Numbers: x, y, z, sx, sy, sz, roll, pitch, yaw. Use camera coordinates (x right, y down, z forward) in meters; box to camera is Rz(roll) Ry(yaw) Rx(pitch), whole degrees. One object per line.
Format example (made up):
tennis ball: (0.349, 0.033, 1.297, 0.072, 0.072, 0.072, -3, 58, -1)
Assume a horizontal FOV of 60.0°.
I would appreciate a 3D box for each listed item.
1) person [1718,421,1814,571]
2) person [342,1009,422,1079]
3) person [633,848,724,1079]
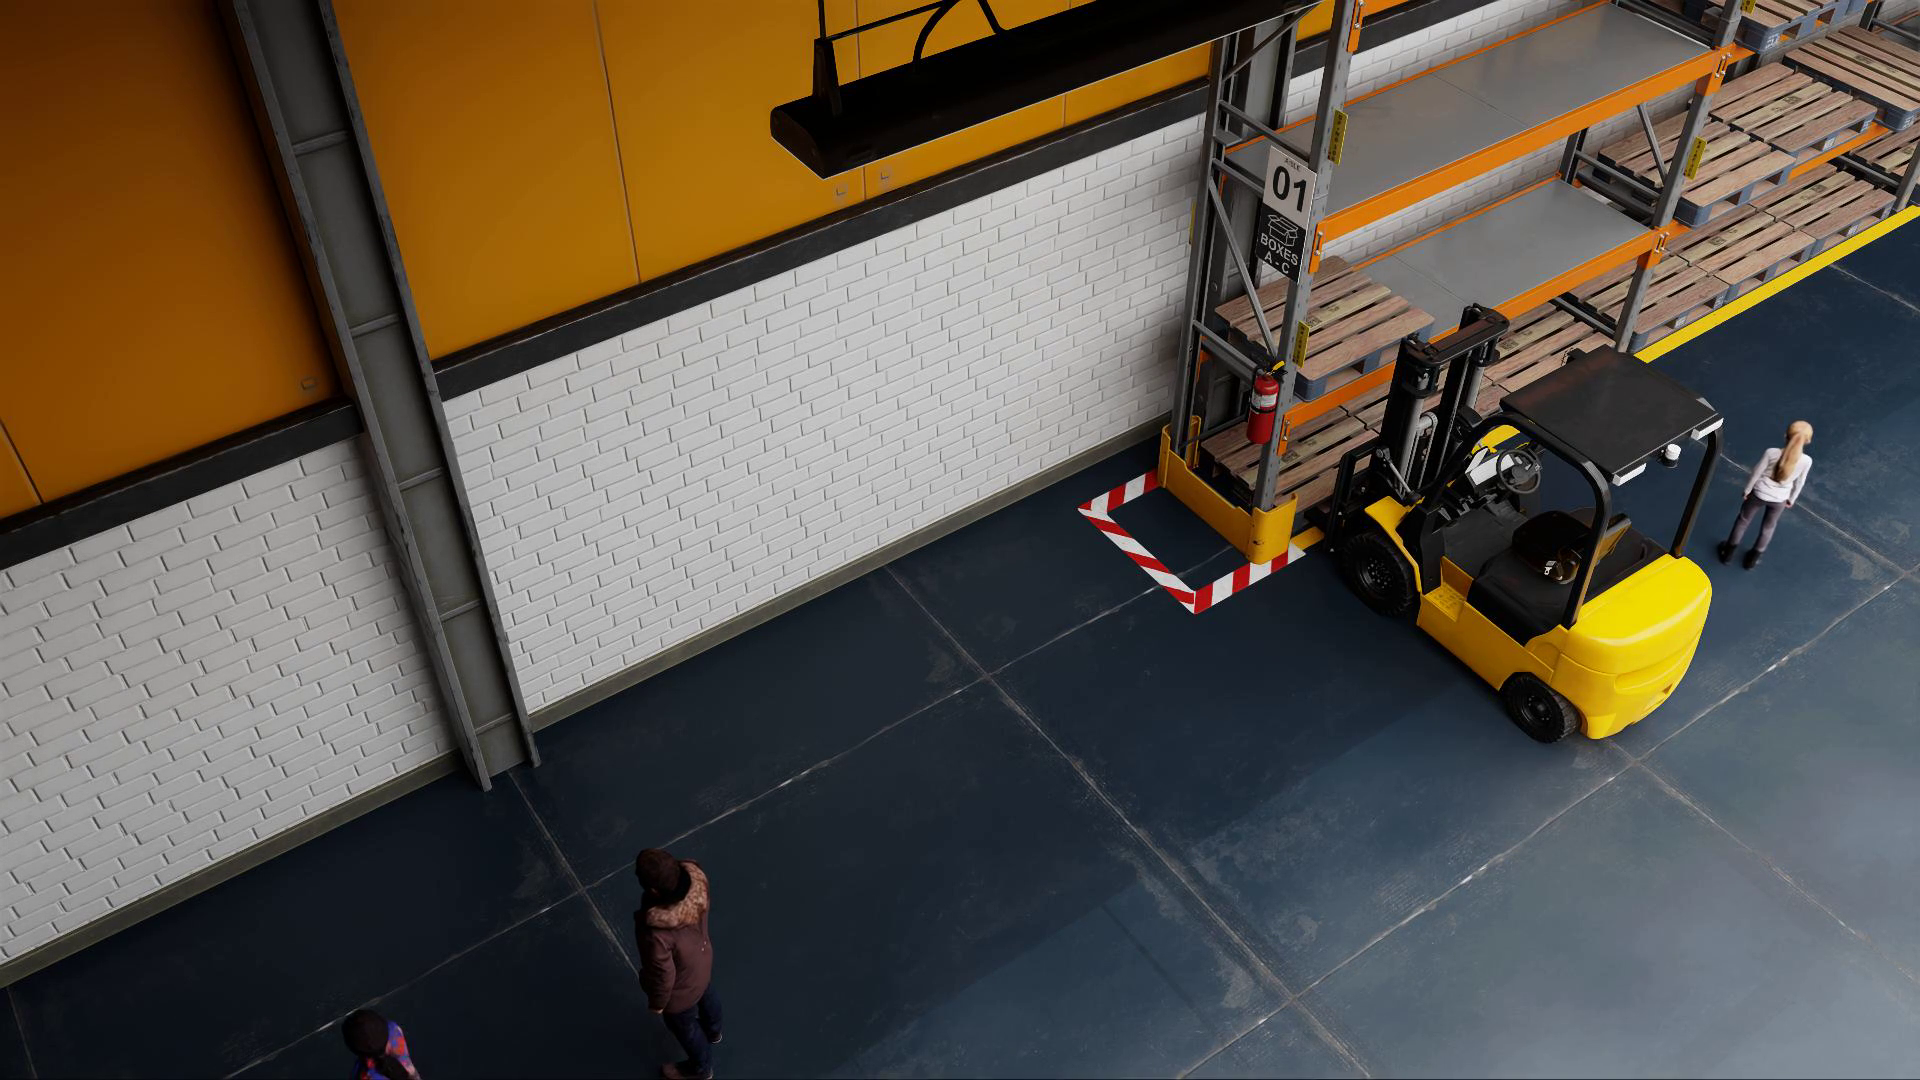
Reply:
person: (5.655, -0.306, 11.617, 0.585, 1.276, 0.631, 14, 45, 14)
person: (-2.584, 2.793, 8.054, 1.196, 1.705, 1.131, 7, 44, 7)
person: (-1.453, 2.187, 8.586, 0.931, 1.847, 0.872, 7, 44, 7)
